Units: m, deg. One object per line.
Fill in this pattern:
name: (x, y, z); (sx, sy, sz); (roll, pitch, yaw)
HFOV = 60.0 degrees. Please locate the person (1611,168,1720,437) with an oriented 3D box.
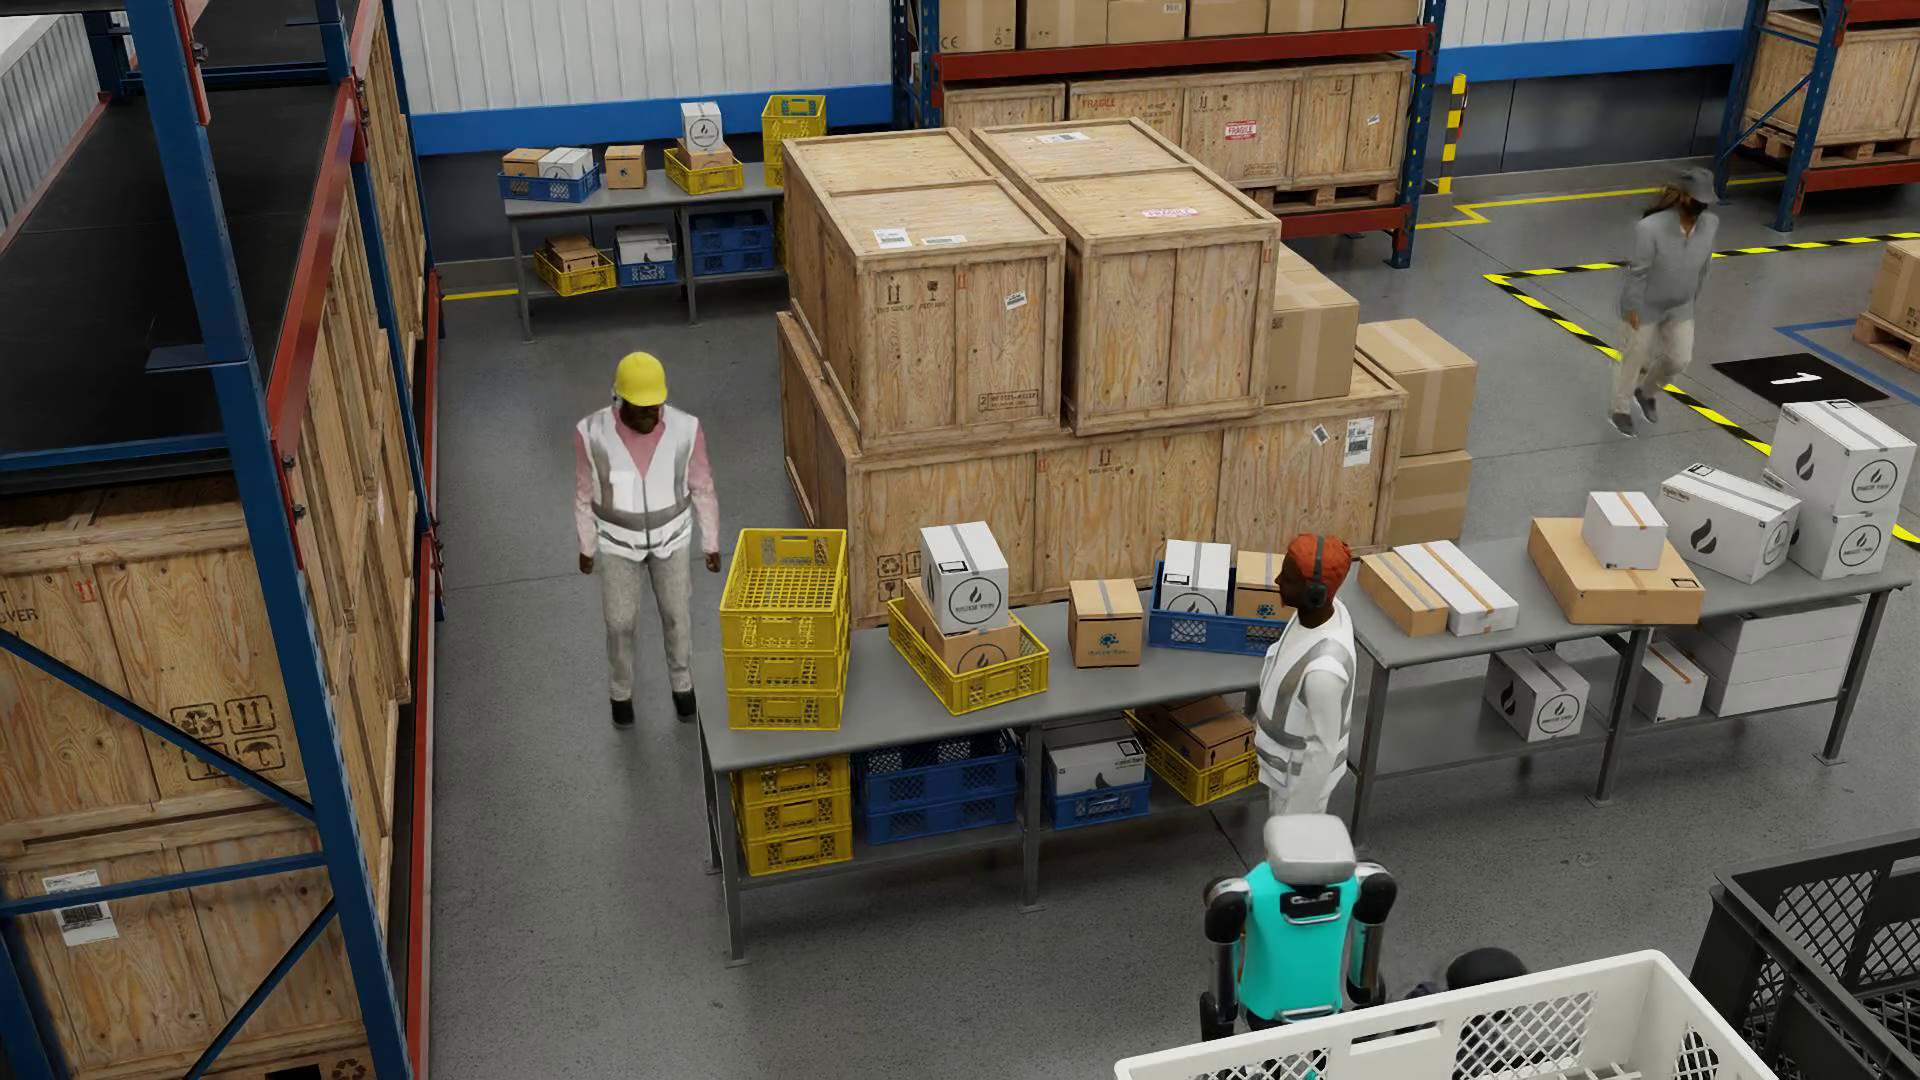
person: (4.316, -1.444, 10.210); (0.571, 1.747, 0.439); (-4, 29, -8)

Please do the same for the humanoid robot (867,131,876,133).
humanoid robot: (-0.619, -1.899, 11.102); (0.416, 1.639, 0.616); (-8, 30, -14)

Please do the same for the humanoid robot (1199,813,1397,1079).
humanoid robot: (0.967, 1.603, 4.580); (0.532, 1.693, 0.731); (-5, 29, -9)

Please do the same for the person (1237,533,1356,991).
person: (1.198, 0.814, 5.966); (0.351, 1.882, 0.582); (3, 29, 5)

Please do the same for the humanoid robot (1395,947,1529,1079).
humanoid robot: (1.269, 1.749, 4.515); (0.624, 1.638, 0.589); (-11, 31, -18)

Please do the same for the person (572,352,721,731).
person: (-1.405, -0.006, 7.517); (0.631, 1.820, 0.418); (-8, 30, -14)
